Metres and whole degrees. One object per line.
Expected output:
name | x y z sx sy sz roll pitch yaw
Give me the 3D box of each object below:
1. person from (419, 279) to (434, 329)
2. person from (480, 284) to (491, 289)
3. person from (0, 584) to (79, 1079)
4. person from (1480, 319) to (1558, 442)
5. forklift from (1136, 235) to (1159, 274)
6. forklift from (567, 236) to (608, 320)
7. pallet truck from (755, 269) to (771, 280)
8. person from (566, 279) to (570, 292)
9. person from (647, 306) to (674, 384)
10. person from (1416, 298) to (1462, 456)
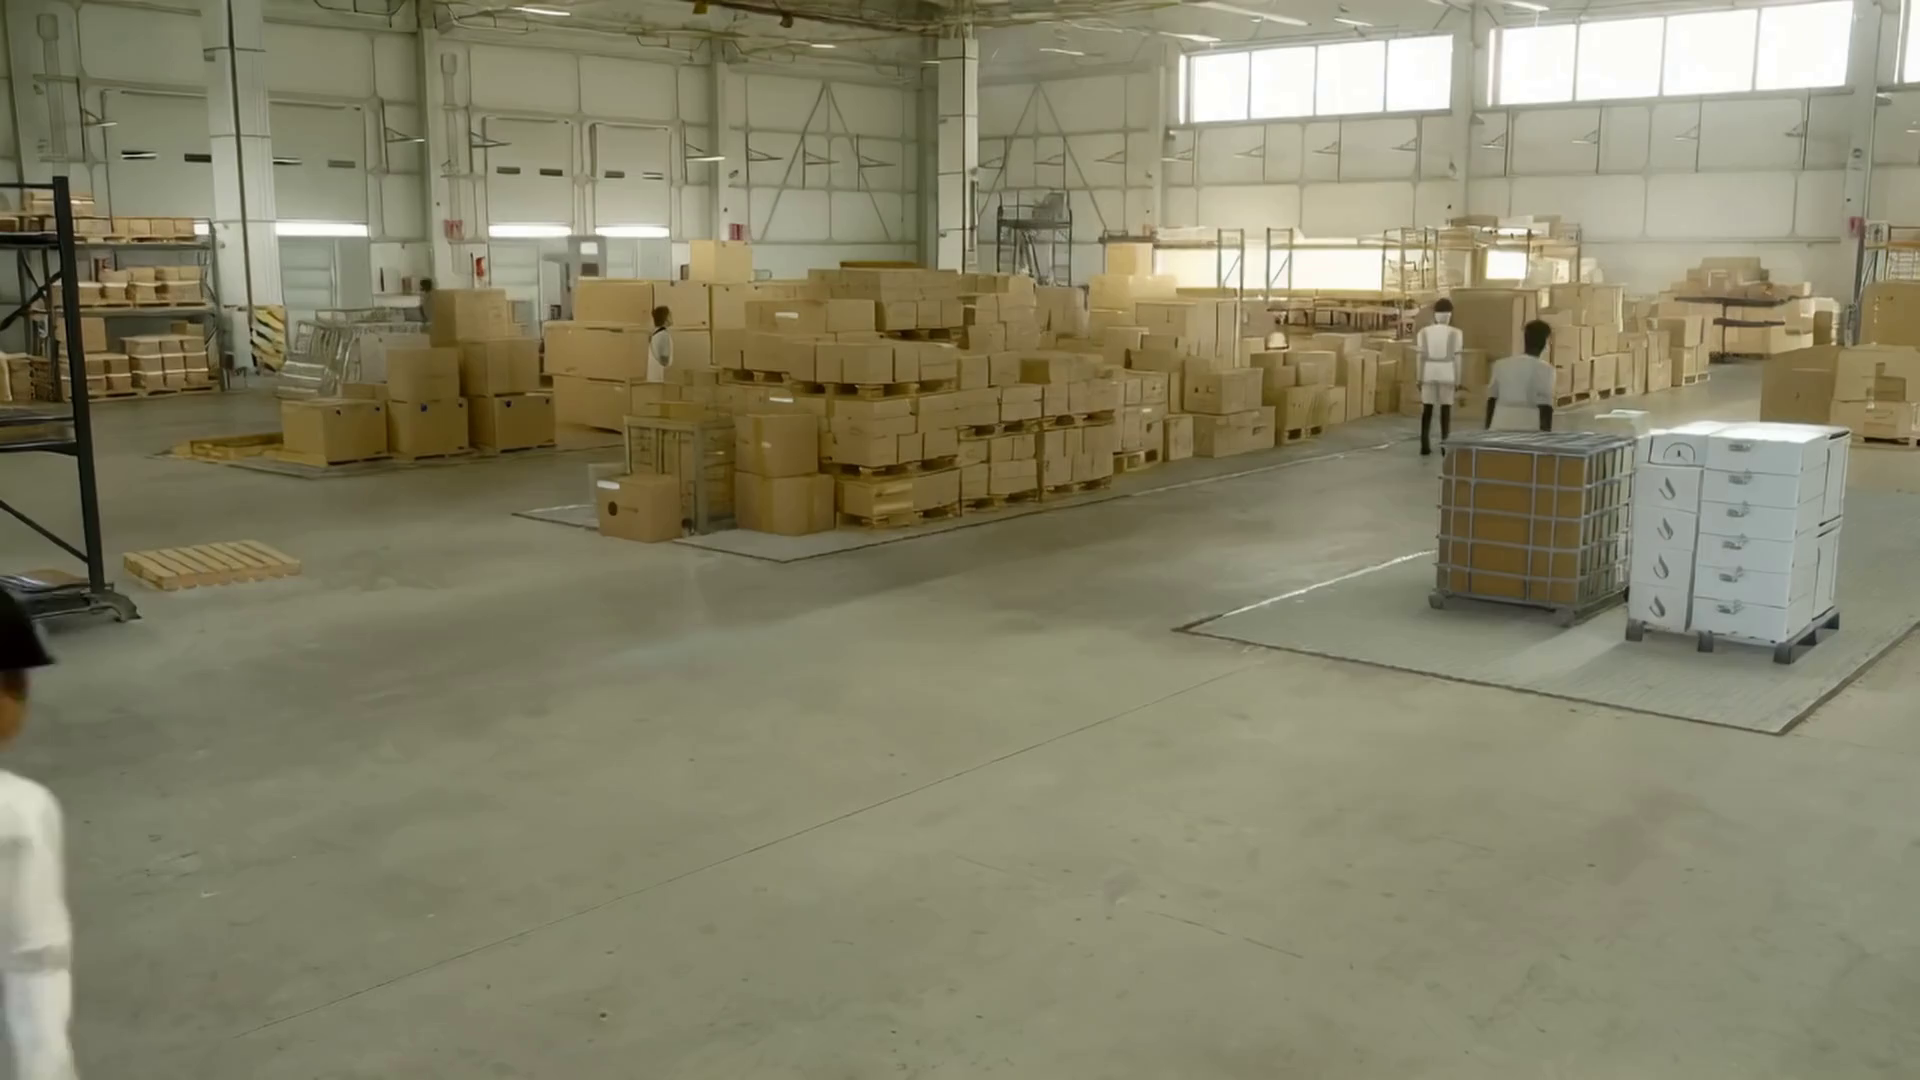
person | -11.458 -4.692 35.936 1.031 1.892 0.648 0 10 -2
person | -8.619 -3.701 30.278 0.624 1.904 0.997 -3 11 -19
person | -1.876 1.016 3.392 0.572 1.897 0.903 4 11 21
person | 4.869 -0.951 14.500 0.547 1.932 0.639 -9 13 -41
forklift | 4.226 -5.545 37.965 1.873 2.768 1.129 2 10 13
forklift | -8.560 -5.636 38.480 1.873 2.768 1.129 8 13 40
pallet truck | -4.996 -6.432 45.525 1.885 1.965 0.823 -6 12 -32
person | -9.353 -5.310 39.574 0.881 1.855 0.609 -7 12 -35
person | -3.669 -1.954 20.466 0.325 1.841 0.517 -6 12 -31
person | 5.898 -2.001 20.469 0.553 1.935 0.364 6 12 31
